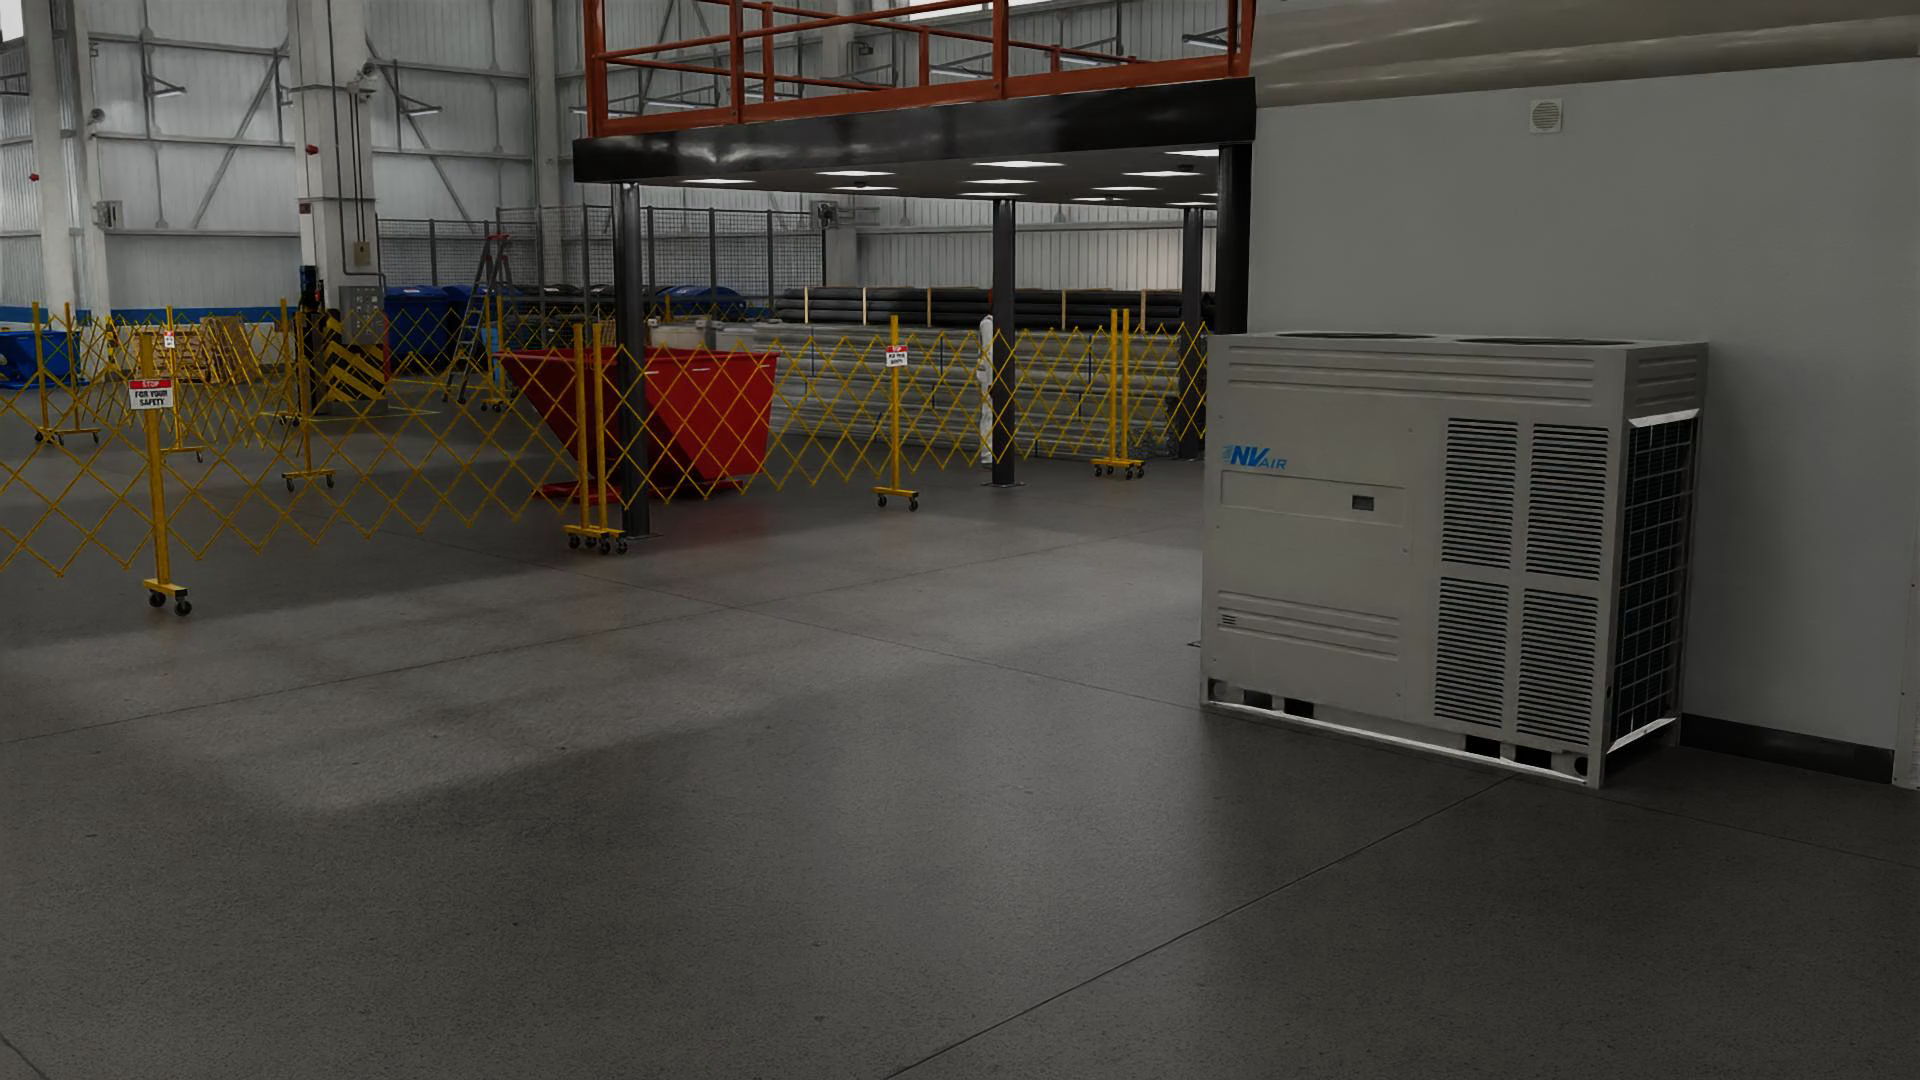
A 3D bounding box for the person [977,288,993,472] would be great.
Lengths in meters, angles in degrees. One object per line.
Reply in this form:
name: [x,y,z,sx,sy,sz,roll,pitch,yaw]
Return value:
person: [0.353,-1.635,17.008,0.356,1.887,0.572,1,9,8]
